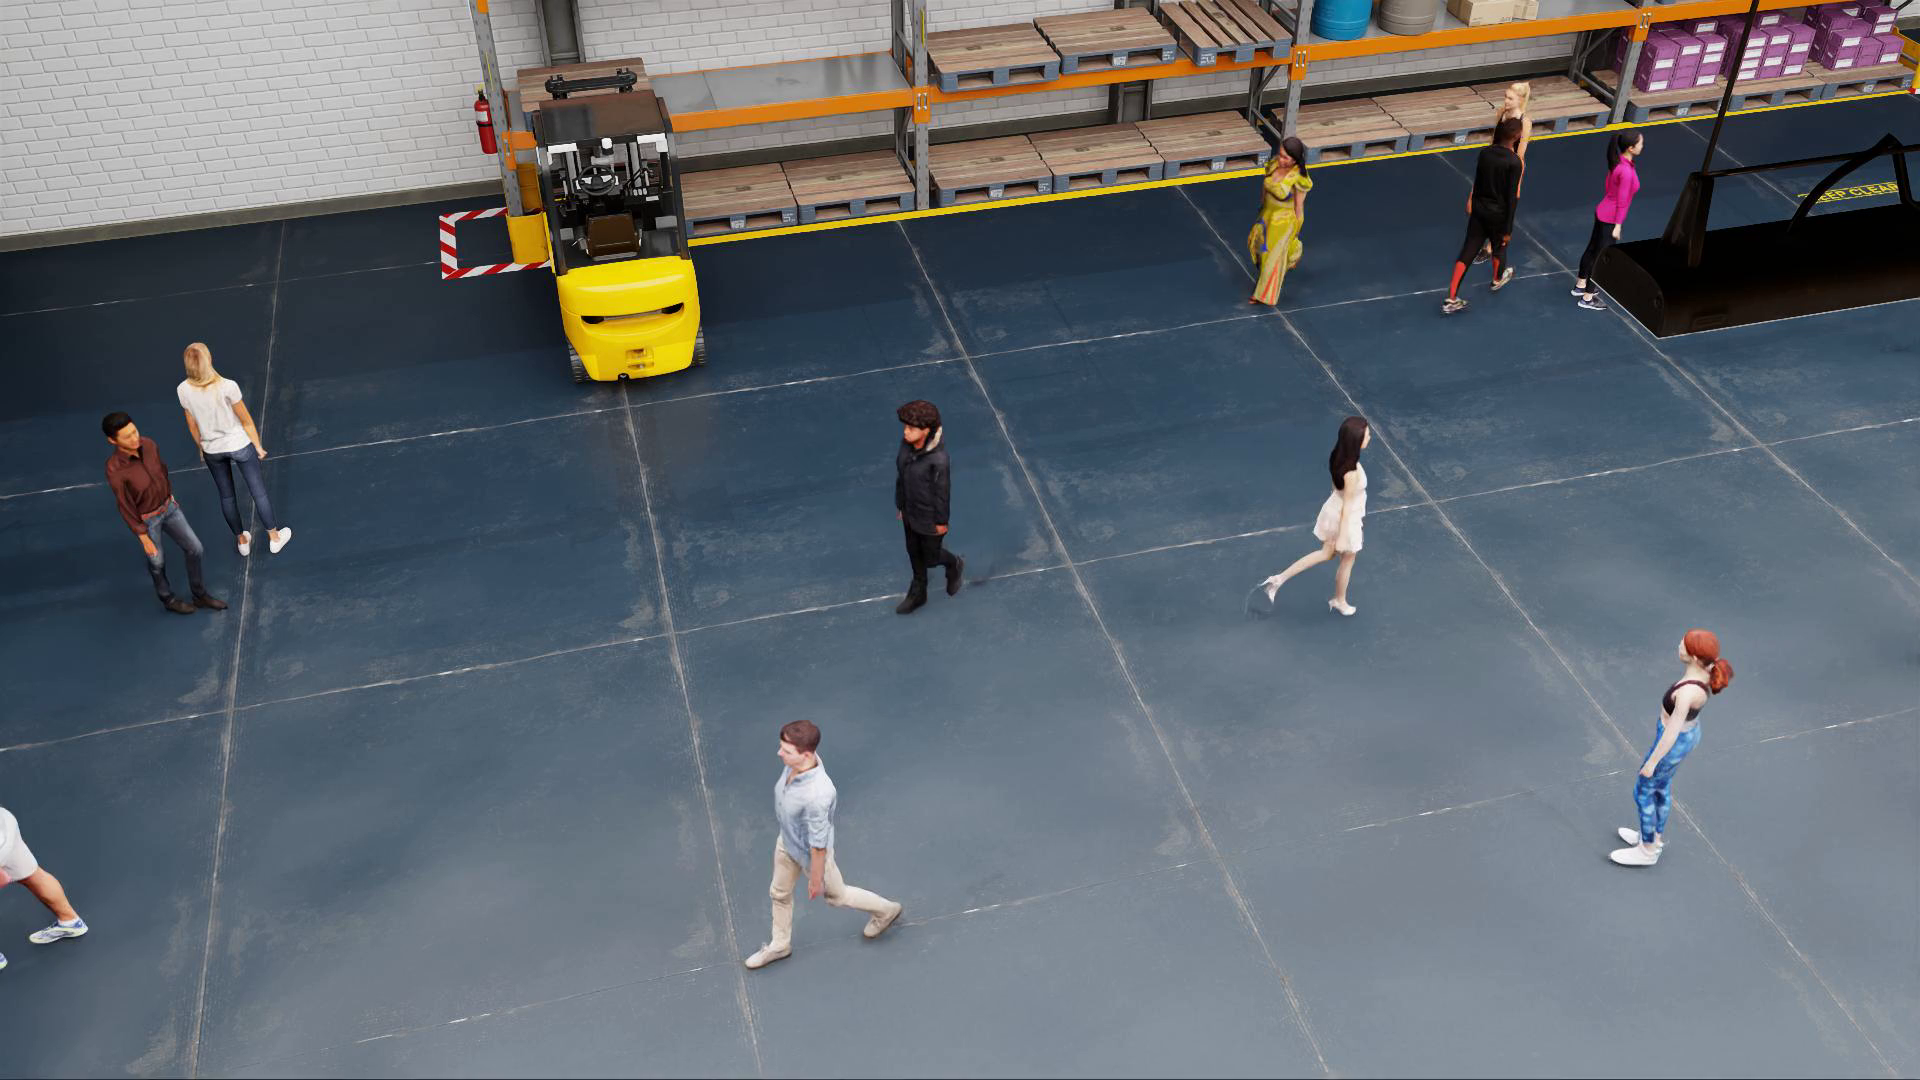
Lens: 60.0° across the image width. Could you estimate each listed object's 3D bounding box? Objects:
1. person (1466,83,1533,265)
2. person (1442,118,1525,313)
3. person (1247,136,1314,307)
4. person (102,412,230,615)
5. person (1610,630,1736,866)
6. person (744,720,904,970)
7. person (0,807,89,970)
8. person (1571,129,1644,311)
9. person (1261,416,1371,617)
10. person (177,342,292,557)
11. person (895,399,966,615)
[{"bbox_3d":[5.147,-3.474,15.638,0.687,1.837,0.706,-20,43,-23],"label":"person"},{"bbox_3d":[4.697,-2.858,14.939,1.302,1.746,1.066,-28,47,-31],"label":"person"},{"bbox_3d":[2.966,-2.930,15.127,1.089,1.635,0.943,-23,44,-26],"label":"person"},{"bbox_3d":[-5.693,-0.173,11.564,0.898,1.762,0.850,12,40,14],"label":"person"},{"bbox_3d":[4.196,1.238,9.793,0.736,1.778,0.638,28,47,31],"label":"person"},{"bbox_3d":[-0.744,1.678,9.205,1.228,1.814,0.796,-17,42,-20],"label":"person"},{"bbox_3d":[-5.307,1.646,9.233,1.008,1.828,0.813,-16,41,-19],"label":"person"},{"bbox_3d":[5.876,-2.927,15.072,0.664,1.698,0.654,3,39,4],"label":"person"},{"bbox_3d":[2.545,-0.122,11.536,1.002,1.717,0.715,-1,39,-1],"label":"person"},{"bbox_3d":[-5.332,-0.654,12.129,0.476,1.809,0.691,-5,39,-6],"label":"person"},{"bbox_3d":[-0.195,-0.250,11.657,0.854,1.766,0.954,31,48,33],"label":"person"}]
